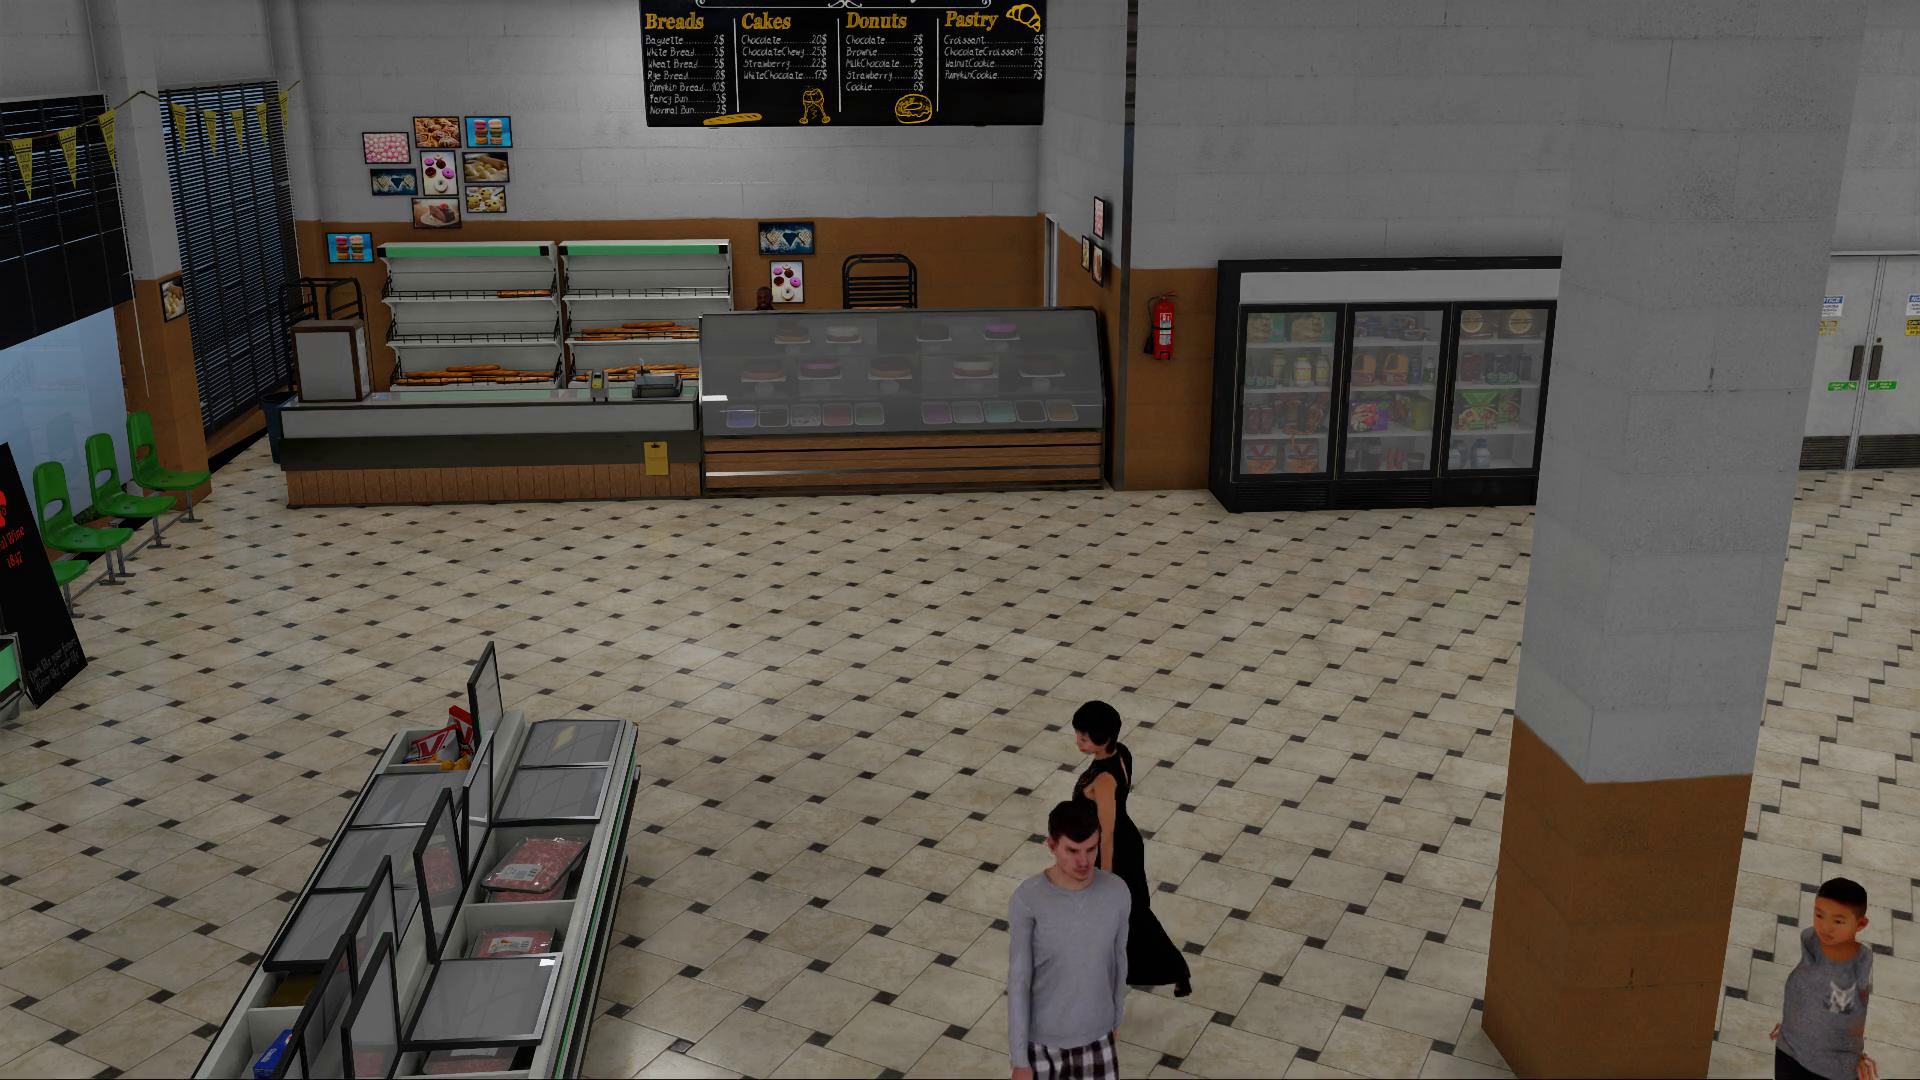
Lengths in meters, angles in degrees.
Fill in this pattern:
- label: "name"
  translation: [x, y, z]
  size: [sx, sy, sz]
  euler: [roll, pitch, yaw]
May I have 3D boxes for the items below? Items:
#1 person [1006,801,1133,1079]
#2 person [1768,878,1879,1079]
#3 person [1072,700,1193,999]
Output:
- label: "person"
  translation: [0.354, 1.773, 6.125]
  size: [0.662, 1.822, 1.000]
  euler: [-2, 17, -7]
- label: "person"
  translation: [3.333, 1.894, 6.388]
  size: [0.932, 1.438, 0.923]
  euler: [-15, 23, -41]
- label: "person"
  translation: [0.760, 1.469, 7.568]
  size: [0.891, 1.565, 0.880]
  euler: [7, 18, 22]
